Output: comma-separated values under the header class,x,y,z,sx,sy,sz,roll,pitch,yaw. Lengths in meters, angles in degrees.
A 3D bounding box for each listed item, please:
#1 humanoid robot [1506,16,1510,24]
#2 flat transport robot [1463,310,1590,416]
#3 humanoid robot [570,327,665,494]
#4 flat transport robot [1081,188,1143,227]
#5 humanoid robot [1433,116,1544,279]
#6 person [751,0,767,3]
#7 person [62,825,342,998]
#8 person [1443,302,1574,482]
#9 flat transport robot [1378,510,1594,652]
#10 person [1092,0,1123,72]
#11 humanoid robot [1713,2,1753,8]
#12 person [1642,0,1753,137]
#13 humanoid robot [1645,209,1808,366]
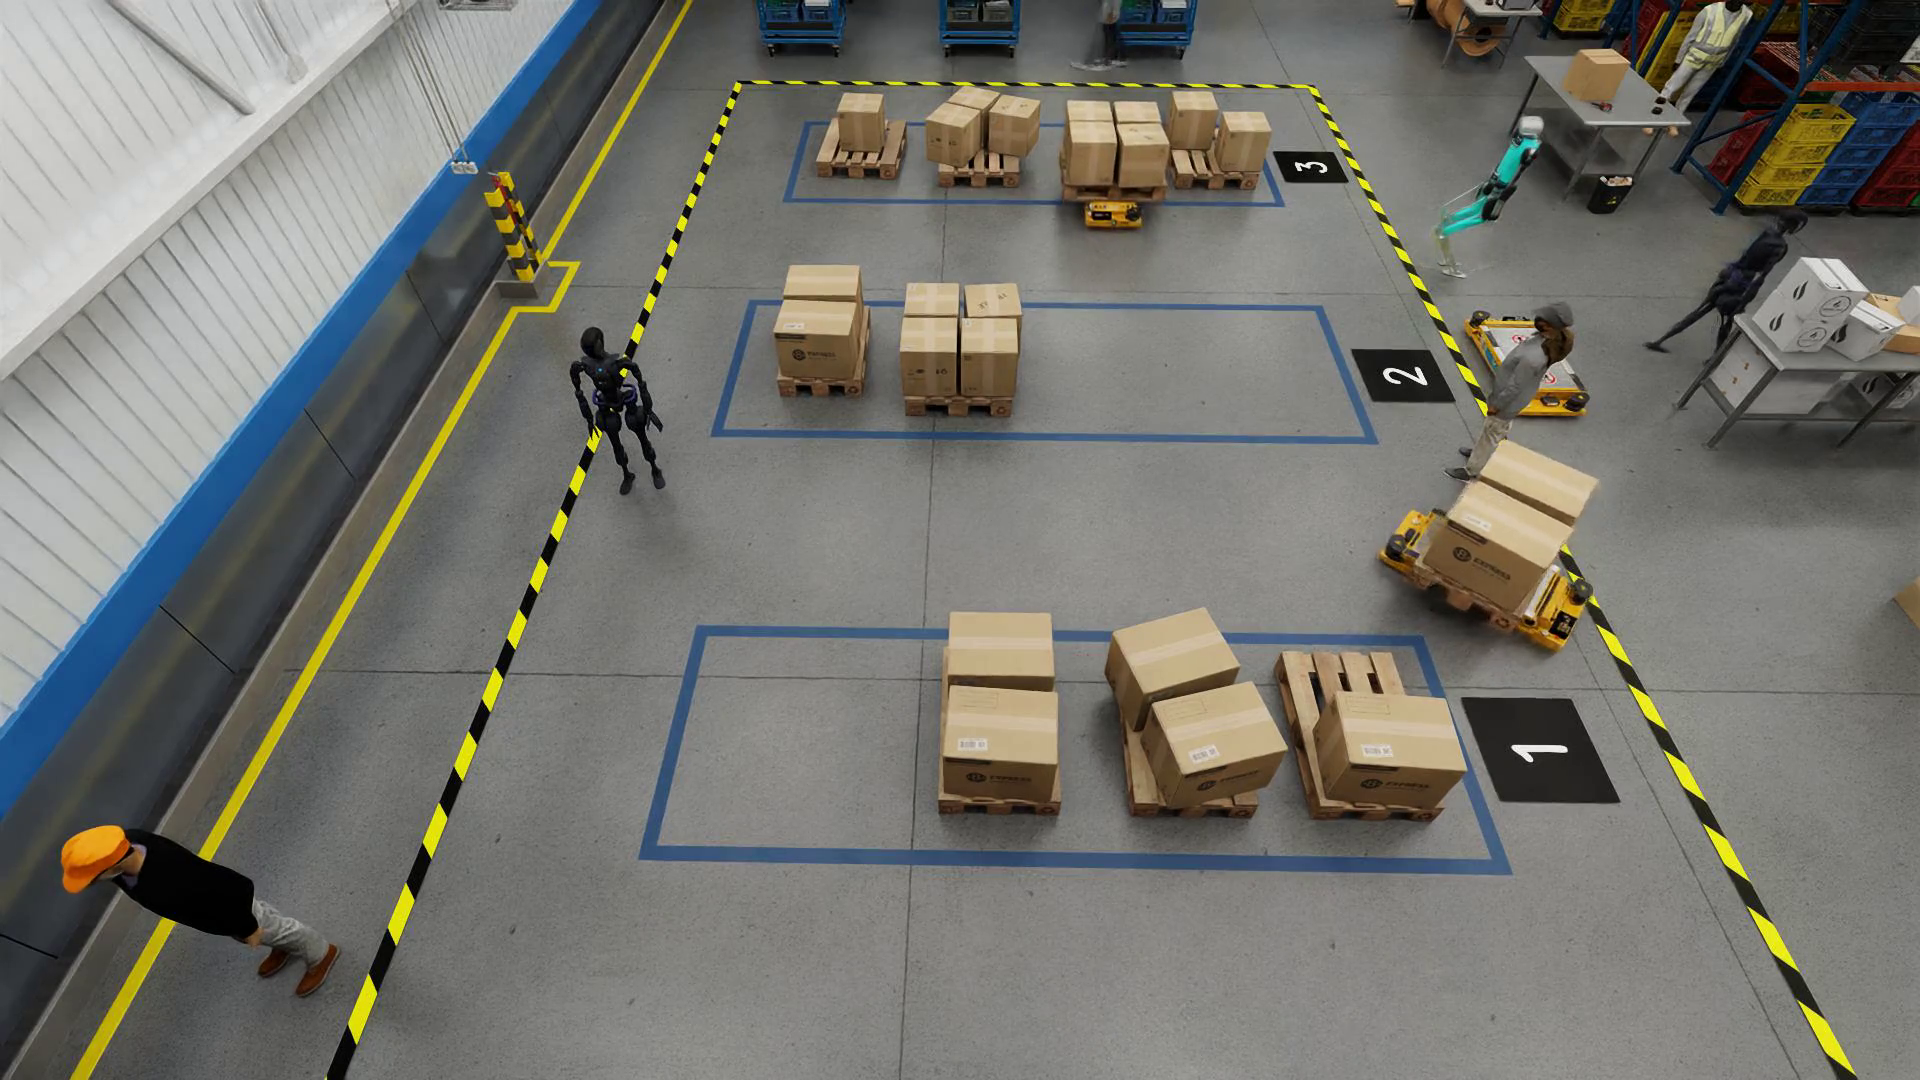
class,x,y,z,sx,sy,sz,roll,pitch,yaw
humanoid robot,8.437,-8.452,13.917,0.611,1.640,0.416,21,52,17
flat transport robot,5.573,-1.757,9.054,0.659,0.231,1.431,1,49,1
humanoid robot,-2.773,-1.039,7.494,0.599,1.653,0.315,-8,50,-7
flat transport robot,1.830,-4.304,11.241,0.652,0.197,1.431,1,49,1
humanoid robot,5.367,-3.568,9.562,0.735,1.677,0.533,8,50,7
person,-3.385,-9.874,14.957,0.607,1.964,0.368,10,50,8
person,-3.907,1.937,4.794,0.585,1.877,0.392,20,52,16
person,4.577,-1.201,7.579,0.400,1.769,0.563,34,57,26
flat transport robot,4.173,0.253,7.296,1.431,0.197,0.652,32,56,25
person,2.146,-7.762,13.204,0.395,1.850,0.596,5,49,4
humanoid robot,11.202,-7.889,13.301,0.735,1.677,0.533,-32,56,-25
person,9.560,-6.169,11.833,0.622,1.844,0.429,8,50,7
humanoid robot,7.382,-2.398,8.711,0.786,1.624,0.596,13,50,11
